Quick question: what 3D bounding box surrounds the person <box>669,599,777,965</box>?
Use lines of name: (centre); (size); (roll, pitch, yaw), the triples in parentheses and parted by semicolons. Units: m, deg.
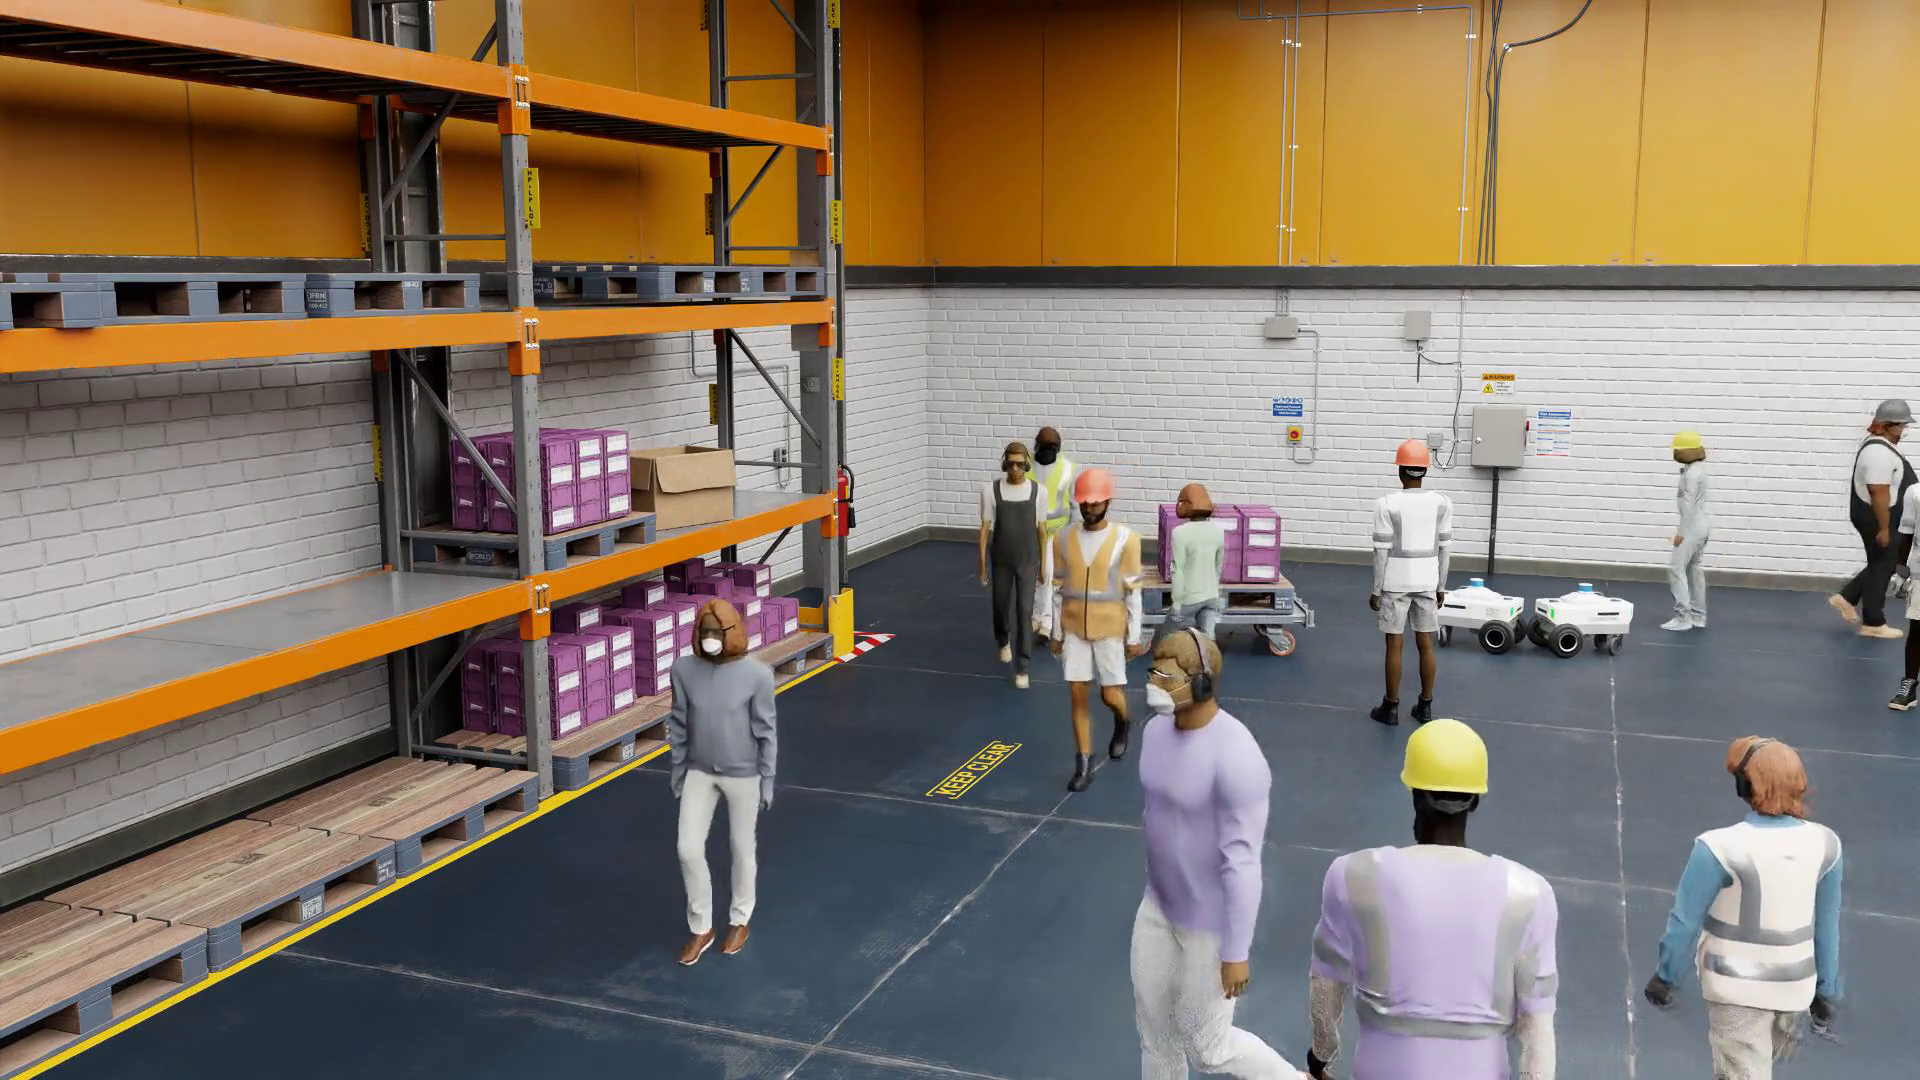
person: (-1.069, 1.067, 7.310); (0.523, 1.613, 0.557); (2, 9, 11)

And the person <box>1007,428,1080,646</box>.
person: (0.657, -0.044, 13.816); (0.658, 1.778, 1.018); (2, 9, 12)

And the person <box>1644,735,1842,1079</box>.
person: (2.447, 1.400, 5.299); (0.518, 1.606, 0.801); (-3, 9, -16)

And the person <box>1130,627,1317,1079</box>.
person: (0.831, 1.218, 5.440); (0.716, 1.923, 0.635); (-4, 10, -25)

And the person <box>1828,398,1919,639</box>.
person: (7.740, -0.193, 13.929); (0.558, 2.000, 0.697); (5, 10, 27)

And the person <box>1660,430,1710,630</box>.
person: (6.234, -0.078, 14.232); (0.436, 1.723, 0.490); (4, 10, 21)

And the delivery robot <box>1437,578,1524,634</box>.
delivery robot: (4.207, 0.557, 13.578); (0.707, 0.478, 0.477); (6, 11, 32)

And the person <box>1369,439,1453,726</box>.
person: (3.020, 0.290, 11.218); (0.545, 1.938, 0.356); (-1, 9, -8)

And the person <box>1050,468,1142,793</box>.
person: (0.824, 0.509, 9.927); (0.549, 1.919, 0.638); (4, 10, 22)

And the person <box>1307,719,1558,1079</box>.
person: (1.231, 1.401, 4.420); (0.597, 1.877, 0.967); (1, 9, 6)

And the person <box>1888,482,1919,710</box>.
person: (6.770, 0.238, 11.451); (0.612, 1.963, 0.363); (8, 12, 42)

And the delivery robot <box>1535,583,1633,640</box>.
delivery robot: (5.016, 0.591, 13.364); (0.707, 0.478, 0.477); (-1, 9, -5)

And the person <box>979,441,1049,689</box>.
person: (0.400, 0.150, 12.496); (0.516, 1.822, 0.841); (0, 9, 0)

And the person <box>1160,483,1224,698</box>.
person: (1.560, 0.412, 11.463); (0.518, 1.607, 0.631); (-6, 11, -35)
